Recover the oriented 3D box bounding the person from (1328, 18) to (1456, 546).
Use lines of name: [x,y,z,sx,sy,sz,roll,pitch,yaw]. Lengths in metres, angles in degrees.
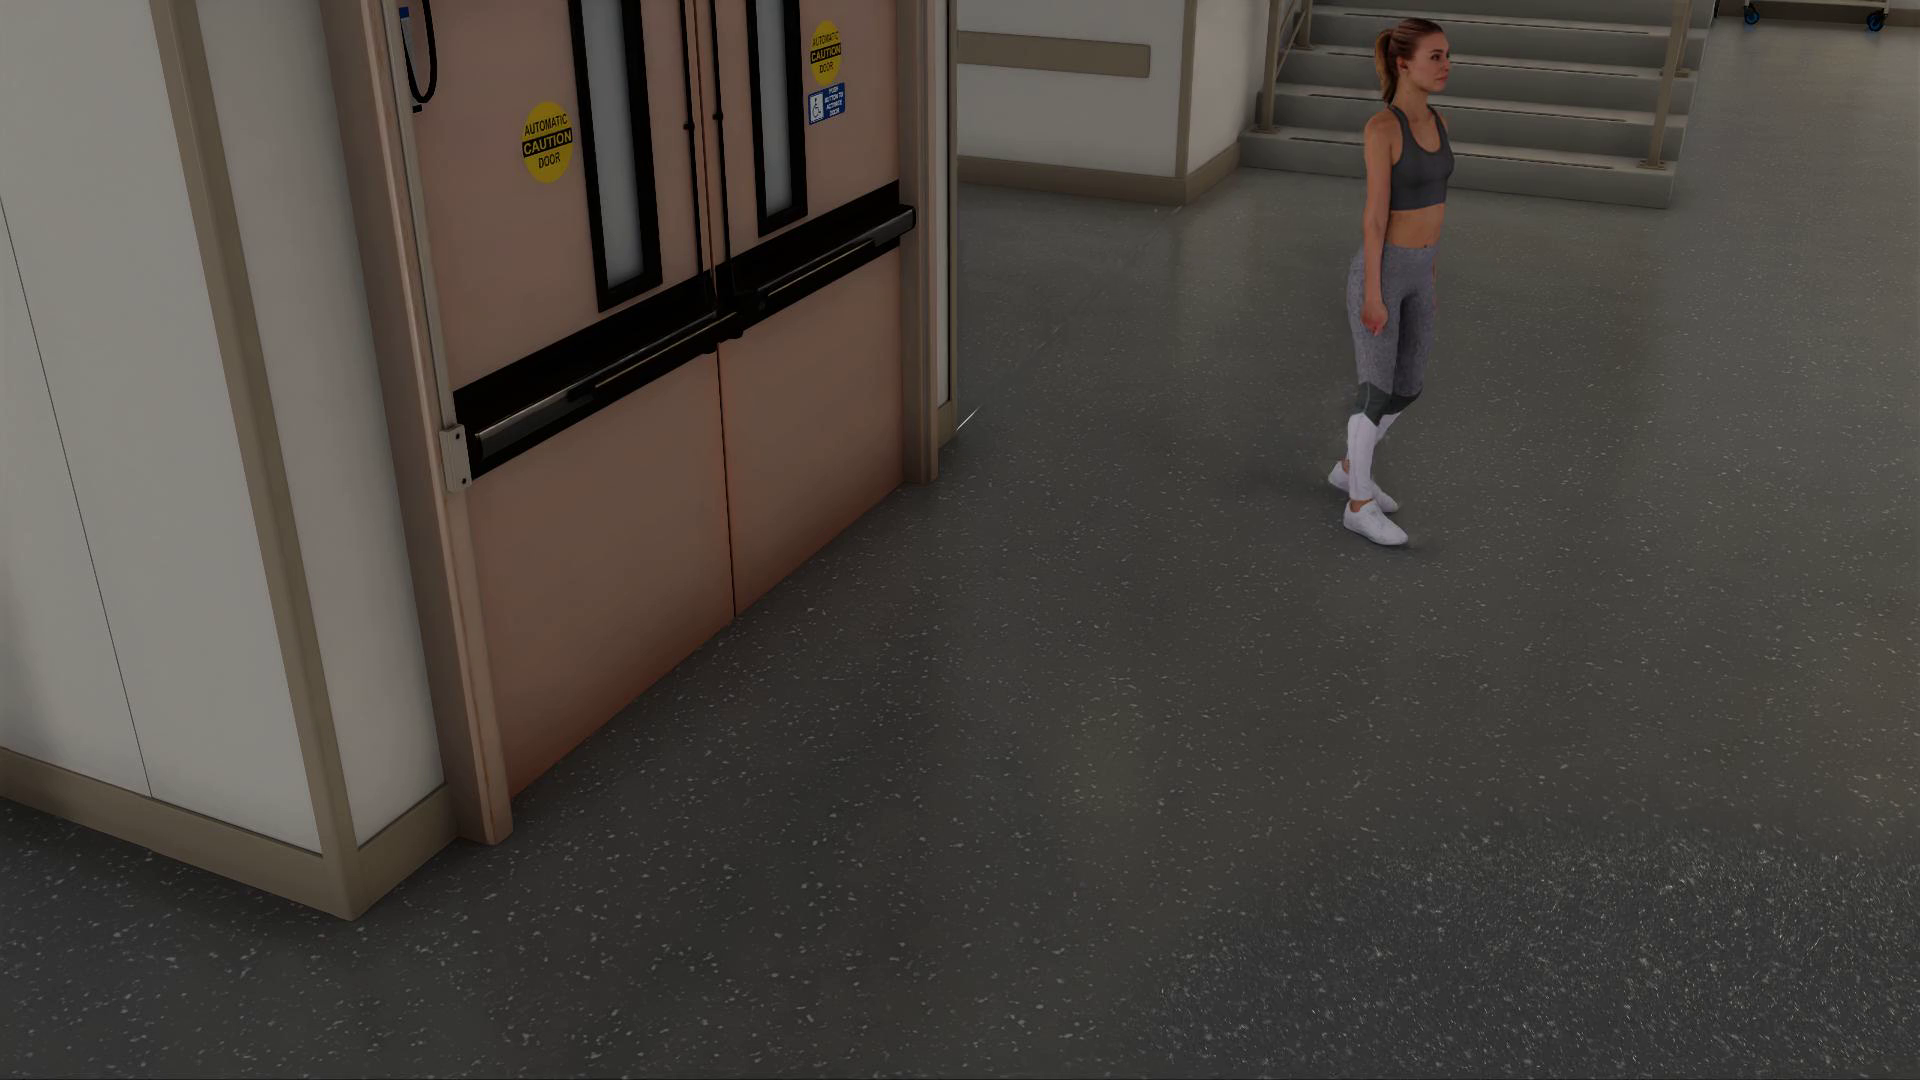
person: [1.405,-0.850,5.504,0.723,1.705,0.762,-22,33,-37]
